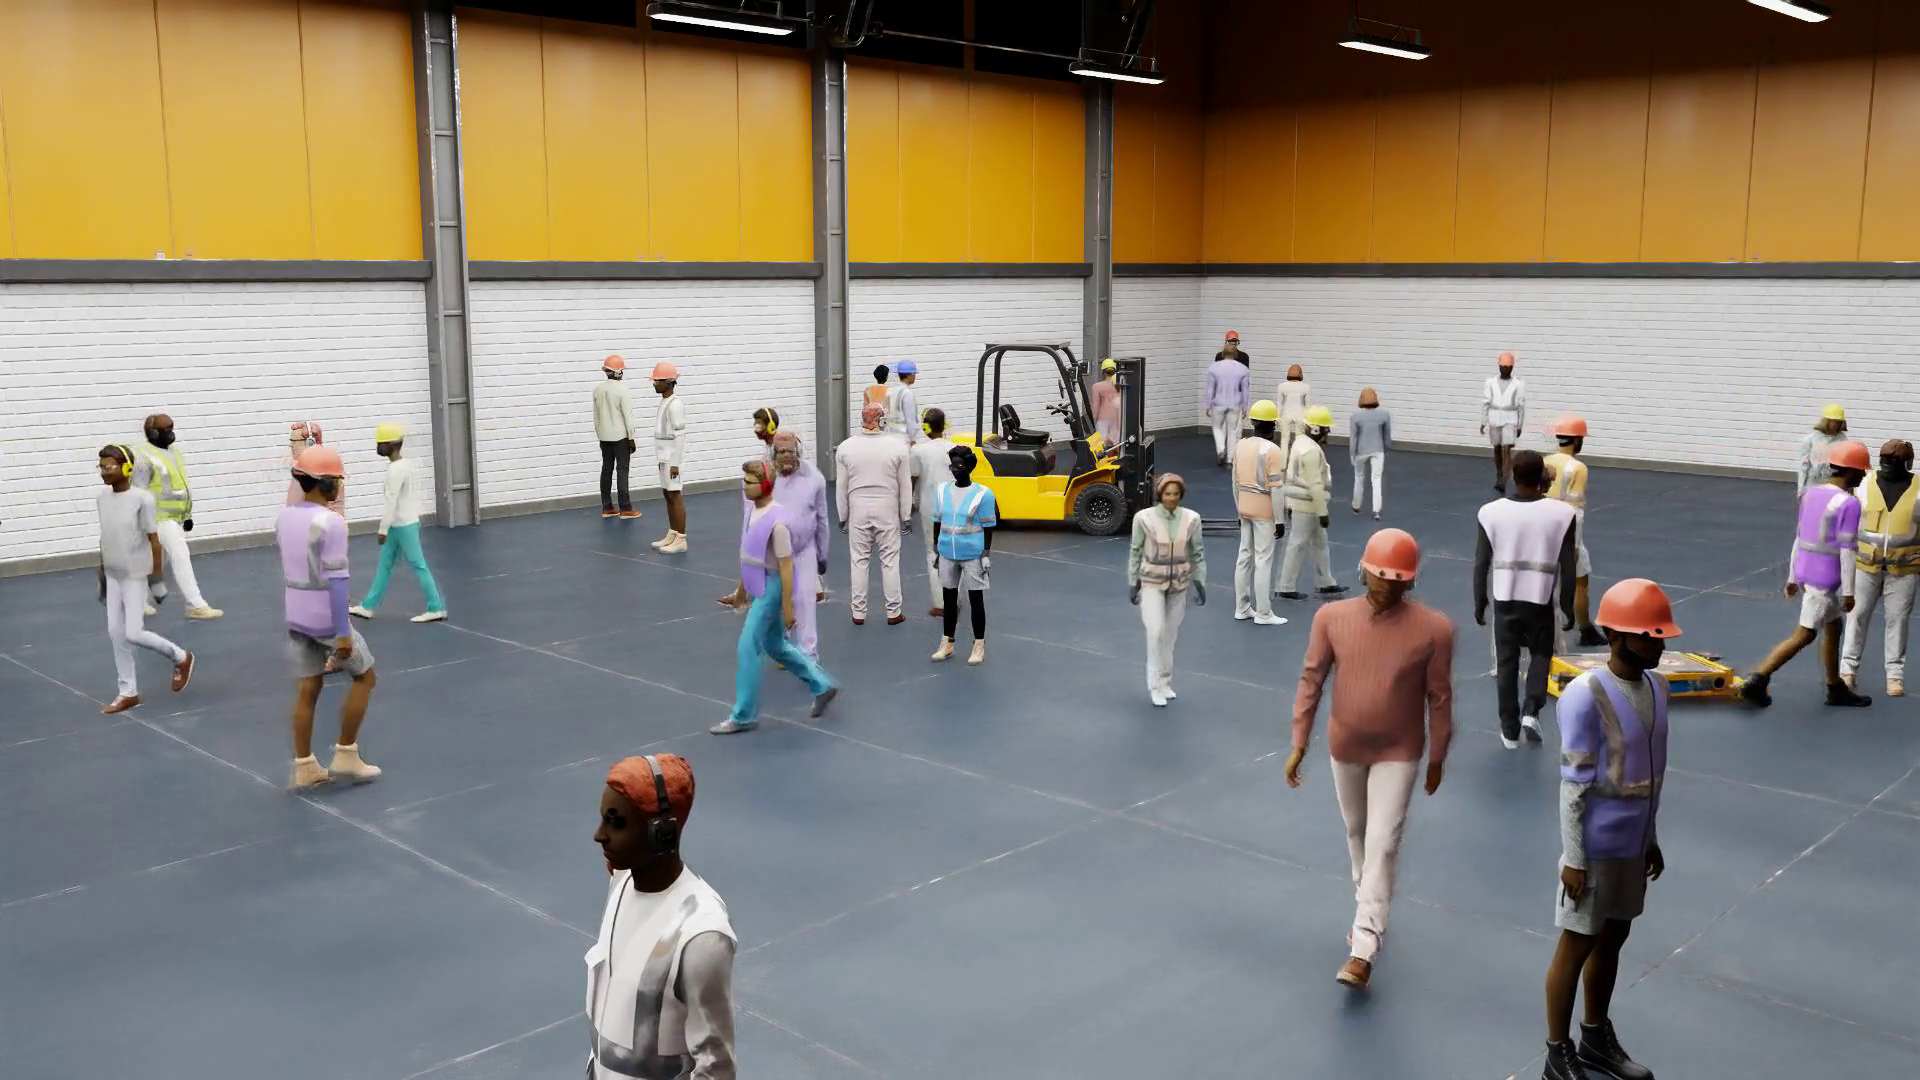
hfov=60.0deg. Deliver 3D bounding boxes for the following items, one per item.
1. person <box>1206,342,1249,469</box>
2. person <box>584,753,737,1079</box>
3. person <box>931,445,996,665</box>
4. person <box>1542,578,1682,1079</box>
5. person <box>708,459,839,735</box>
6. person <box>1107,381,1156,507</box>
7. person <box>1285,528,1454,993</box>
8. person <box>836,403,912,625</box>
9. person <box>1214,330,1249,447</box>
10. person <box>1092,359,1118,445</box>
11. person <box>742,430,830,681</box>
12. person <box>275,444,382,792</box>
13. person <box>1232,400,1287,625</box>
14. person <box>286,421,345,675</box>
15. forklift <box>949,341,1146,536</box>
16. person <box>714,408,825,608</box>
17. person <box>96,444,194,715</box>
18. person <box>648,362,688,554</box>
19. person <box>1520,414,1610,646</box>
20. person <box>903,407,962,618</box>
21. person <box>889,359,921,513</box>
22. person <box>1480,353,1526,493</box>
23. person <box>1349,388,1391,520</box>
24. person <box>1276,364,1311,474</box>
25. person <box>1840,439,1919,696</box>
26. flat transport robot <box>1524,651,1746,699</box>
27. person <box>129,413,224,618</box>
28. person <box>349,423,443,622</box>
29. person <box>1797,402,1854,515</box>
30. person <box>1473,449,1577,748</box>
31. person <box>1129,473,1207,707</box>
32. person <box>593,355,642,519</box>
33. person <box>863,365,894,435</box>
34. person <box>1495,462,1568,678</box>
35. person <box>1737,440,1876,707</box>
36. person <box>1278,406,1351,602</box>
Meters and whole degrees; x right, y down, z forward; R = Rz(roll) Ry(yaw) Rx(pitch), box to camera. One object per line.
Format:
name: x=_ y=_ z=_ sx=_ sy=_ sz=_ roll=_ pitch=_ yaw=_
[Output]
person: x=4.063 y=-2.038 z=25.270 sx=0.657 sy=1.922 sz=0.439 roll=0 pitch=9 yaw=3
person: x=-0.741 y=1.439 z=4.091 sx=0.355 sy=1.883 sz=0.575 roll=-6 pitch=11 yaw=-34
person: x=0.016 y=0.114 z=12.781 sx=0.532 sy=1.696 sz=0.318 roll=4 pitch=10 yaw=25
person: x=2.393 y=1.089 z=6.059 sx=0.547 sy=1.938 sz=0.377 roll=-6 pitch=11 yaw=-34
person: x=-1.224 y=0.354 z=10.966 sx=0.880 sy=1.813 sz=0.567 roll=-4 pitch=10 yaw=-21
person: x=2.019 y=-1.260 z=21.118 sx=0.898 sy=1.726 sz=0.523 roll=-3 pitch=10 yaw=-15
person: x=1.733 y=0.914 z=7.102 sx=0.628 sy=1.933 sz=1.039 roll=5 pitch=11 yaw=29
person: x=-0.727 y=-0.218 z=14.192 sx=0.652 sy=1.900 sz=0.403 roll=1 pitch=9 yaw=3
person: x=4.621 y=-2.569 z=28.349 sx=0.617 sy=1.990 sz=0.402 roll=-1 pitch=9 yaw=-8
person: x=2.096 y=-1.688 z=23.615 sx=0.533 sy=1.768 sz=0.311 roll=-3 pitch=10 yaw=-20
person: x=-1.274 y=0.117 z=12.296 sx=0.639 sy=1.848 sz=1.024 roll=-1 pitch=9 yaw=-7
person: x=-3.686 y=0.450 z=9.706 sx=0.628 sy=2.019 sz=0.614 roll=6 pitch=11 yaw=34
person: x=2.561 y=-0.235 z=14.209 sx=0.362 sy=1.928 sz=0.587 roll=-6 pitch=11 yaw=-31
person: x=-4.848 y=0.056 z=12.494 sx=0.402 sy=1.906 sz=0.652 roll=-7 pitch=12 yaw=-39
forklift: x=0.977 y=-1.223 z=19.452 sx=2.313 sy=2.155 sz=1.214 roll=2 pitch=9 yaw=11
person: x=-1.667 y=-0.273 z=14.834 sx=1.007 sy=1.803 sz=0.532 roll=-4 pitch=10 yaw=-21
person: x=-5.706 y=0.247 z=11.488 sx=0.516 sy=1.855 sz=0.602 roll=4 pitch=10 yaw=24
person: x=-3.131 y=-0.879 z=17.804 sx=0.373 sy=2.042 sz=0.614 roll=-4 pitch=10 yaw=-23
person: x=4.808 y=-0.065 z=13.285 sx=0.901 sy=1.899 sz=0.559 roll=-3 pitch=10 yaw=-20
person: x=-0.211 y=-0.236 z=14.486 sx=0.500 sy=1.846 sz=0.442 roll=-4 pitch=10 yaw=-23
person: x=-0.749 y=-1.265 z=20.507 sx=0.657 sy=1.931 sz=0.616 roll=-3 pitch=10 yaw=-16
person: x=7.389 y=-1.597 z=22.676 sx=0.545 sy=1.891 sz=1.006 roll=5 pitch=11 yaw=30
person: x=4.988 y=-1.050 z=20.250 sx=0.510 sy=1.591 sz=0.865 roll=1 pitch=9 yaw=6
person: x=4.936 y=-1.785 z=24.638 sx=0.503 sy=1.627 sz=0.270 roll=2 pitch=9 yaw=10
person: x=6.605 y=0.192 z=11.876 sx=0.619 sy=1.839 sz=0.430 roll=5 pitch=11 yaw=30
flat transport robot: x=4.859 y=0.971 z=11.881 sx=1.431 sy=0.197 sz=0.652 roll=-1 pitch=9 yaw=-6
person: x=-6.939 y=-0.210 z=14.471 sx=0.927 sy=1.802 sz=0.634 roll=0 pitch=9 yaw=2
person: x=-4.866 y=-0.130 z=14.171 sx=0.867 sy=1.720 sz=0.544 roll=-3 pitch=10 yaw=-16
person: x=8.556 y=-0.492 z=16.456 sx=0.492 sy=1.759 sz=0.494 roll=4 pitch=10 yaw=23
person: x=3.563 y=0.377 z=10.519 sx=0.628 sy=1.904 sz=0.457 roll=3 pitch=10 yaw=18
person: x=1.474 y=0.346 z=11.563 sx=0.535 sy=1.616 sz=0.600 roll=-3 pitch=10 yaw=-15
person: x=-4.188 y=-1.253 z=20.247 sx=0.612 sy=1.995 sz=0.376 roll=6 pitch=11 yaw=31
person: x=-1.113 y=-1.620 z=23.435 sx=0.531 sy=1.689 sz=0.321 roll=4 pitch=10 yaw=21
person: x=4.312 y=0.226 z=12.373 sx=0.774 sy=1.609 sz=0.518 roll=-5 pitch=11 yaw=-30
person: x=5.830 y=0.252 z=11.383 sx=0.925 sy=1.892 sz=0.560 roll=0 pitch=9 yaw=1
person: x=3.281 y=-0.315 z=15.102 sx=0.806 sy=1.797 sz=0.609 roll=0 pitch=9 yaw=3
